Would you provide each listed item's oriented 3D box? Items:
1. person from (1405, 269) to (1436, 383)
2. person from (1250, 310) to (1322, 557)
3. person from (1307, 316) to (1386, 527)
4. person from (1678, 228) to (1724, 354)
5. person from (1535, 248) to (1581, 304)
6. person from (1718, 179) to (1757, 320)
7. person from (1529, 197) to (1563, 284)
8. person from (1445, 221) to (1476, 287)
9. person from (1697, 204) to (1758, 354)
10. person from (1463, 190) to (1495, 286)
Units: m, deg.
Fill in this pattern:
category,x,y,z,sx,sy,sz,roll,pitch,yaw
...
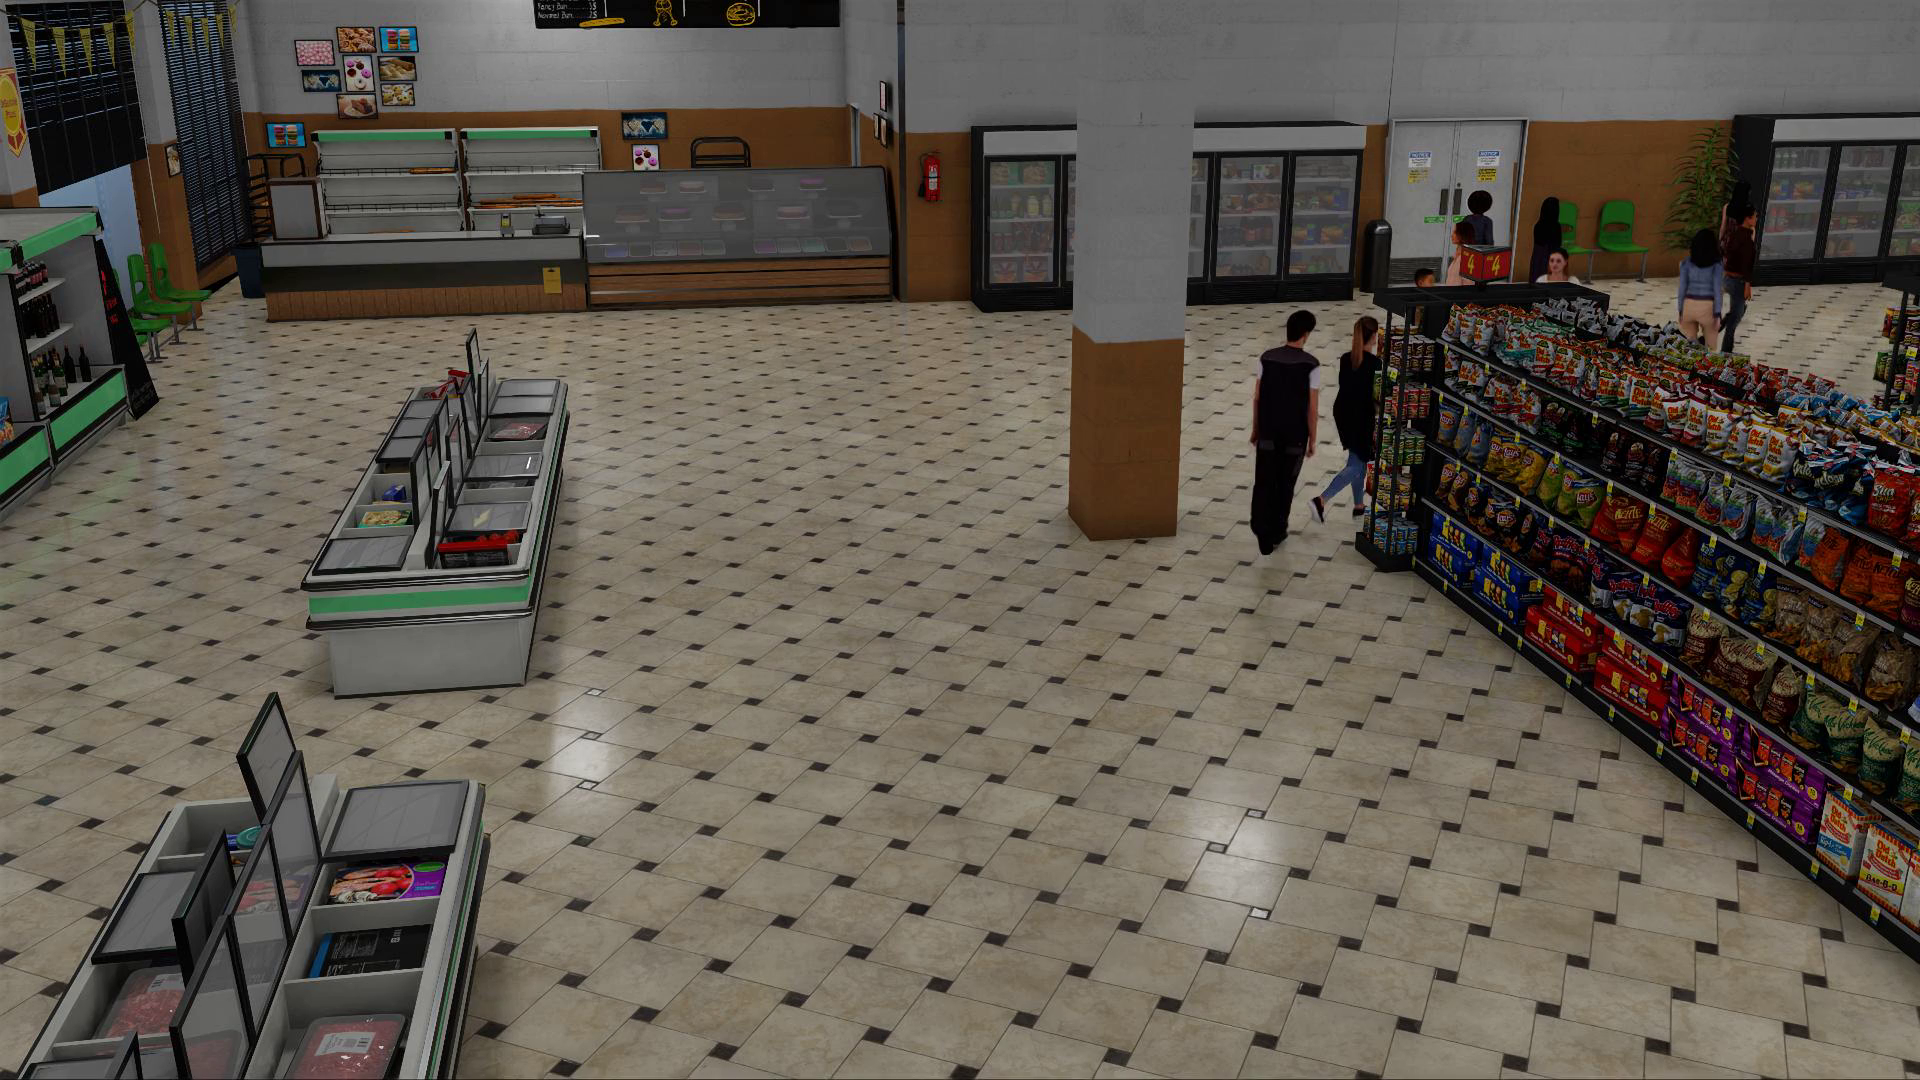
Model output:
category,x,y,z,sx,sy,sz,roll,pitch,yaw
person,4.491,-1.946,16.384,0.719,1.453,0.620,4,19,12
person,2.371,-0.747,12.272,1.017,1.809,1.170,7,20,20
person,3.025,-0.881,12.905,0.932,1.659,1.074,-11,21,-29
person,7.395,-2.225,16.745,0.781,1.753,0.846,16,25,40
person,5.794,-2.009,16.231,0.930,1.671,0.997,11,22,30
person,9.720,-3.629,20.872,0.860,1.774,0.784,-18,25,-42
person,7.202,-3.409,20.471,0.641,1.615,0.511,-4,19,-10
person,5.150,-2.392,17.178,0.689,1.792,0.511,0,19,0
person,8.604,-2.858,18.595,0.853,1.769,0.805,3,19,9
person,6.276,-3.396,20.284,0.634,1.710,0.728,17,25,42
